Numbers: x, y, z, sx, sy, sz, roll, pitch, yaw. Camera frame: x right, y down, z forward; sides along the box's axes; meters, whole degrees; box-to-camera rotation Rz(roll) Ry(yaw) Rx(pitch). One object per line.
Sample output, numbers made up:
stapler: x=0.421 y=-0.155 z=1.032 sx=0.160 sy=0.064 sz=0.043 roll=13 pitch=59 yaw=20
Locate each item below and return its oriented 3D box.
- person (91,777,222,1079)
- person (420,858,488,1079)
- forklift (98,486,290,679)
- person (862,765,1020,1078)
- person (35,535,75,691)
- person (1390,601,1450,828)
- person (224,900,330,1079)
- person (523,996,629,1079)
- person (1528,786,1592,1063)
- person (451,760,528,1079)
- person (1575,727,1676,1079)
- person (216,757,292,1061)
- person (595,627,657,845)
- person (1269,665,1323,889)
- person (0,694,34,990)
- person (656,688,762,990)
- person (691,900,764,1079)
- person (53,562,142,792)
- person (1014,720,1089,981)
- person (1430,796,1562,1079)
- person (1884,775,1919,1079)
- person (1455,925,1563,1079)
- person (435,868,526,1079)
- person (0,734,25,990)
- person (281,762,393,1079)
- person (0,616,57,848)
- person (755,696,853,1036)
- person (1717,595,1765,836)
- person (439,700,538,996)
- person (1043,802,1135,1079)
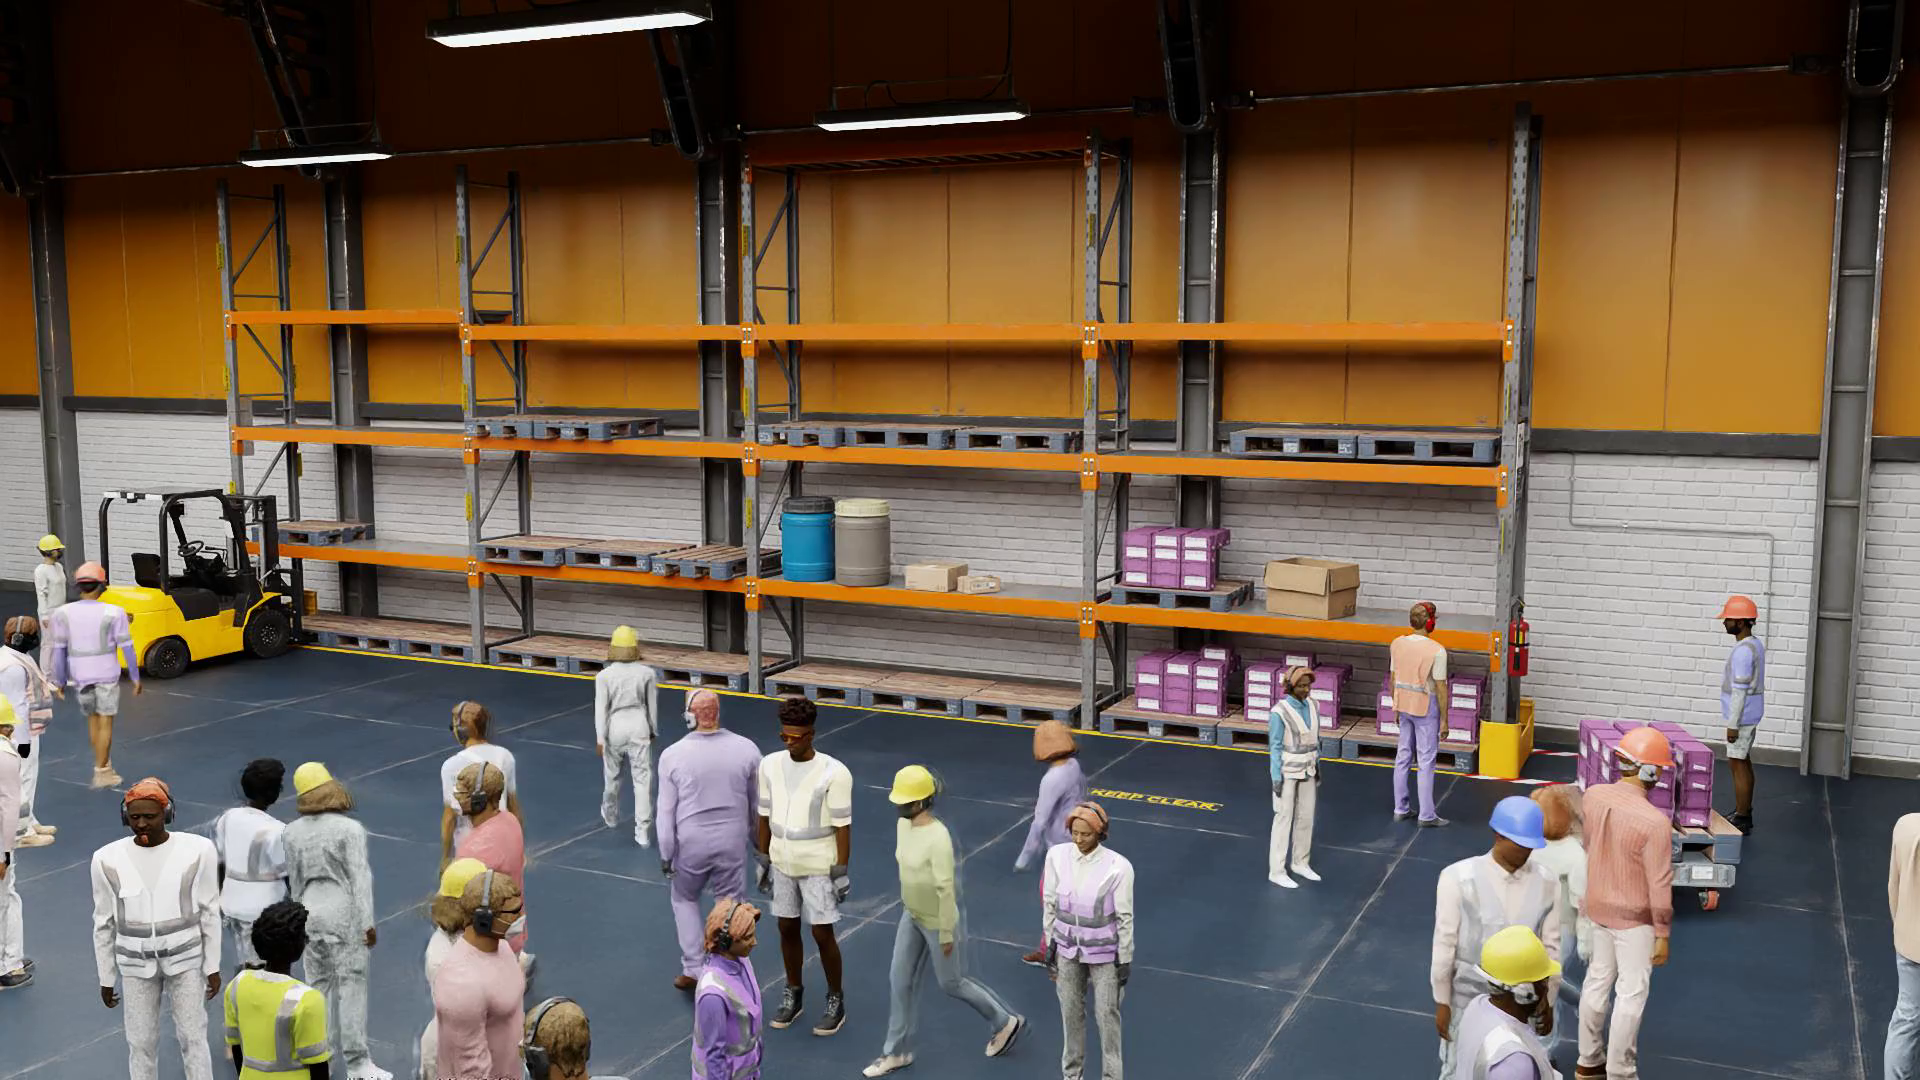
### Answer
person: x=-3.899 y=2.075 z=8.109 sx=0.568 sy=1.878 sz=0.351 roll=-2 pitch=7 yaw=-16
person: x=-2.111 y=2.243 z=7.336 sx=0.716 sy=1.716 sz=0.504 roll=1 pitch=7 yaw=5
forklift: x=-9.426 y=0.454 z=20.179 sx=1.214 sy=2.155 sz=2.313 roll=3 pitch=8 yaw=26
person: x=-0.105 y=2.033 z=9.050 sx=0.835 sy=1.729 sz=0.550 roll=-4 pitch=8 yaw=-31
person: x=-10.273 y=0.823 z=18.869 sx=0.307 sy=1.770 sz=0.533 roll=0 pitch=7 yaw=-4
person: x=3.743 y=1.423 z=13.584 sx=0.390 sy=1.850 sz=0.565 roll=-5 pitch=8 yaw=-34
person: x=-2.767 y=2.315 z=6.835 sx=0.542 sy=1.695 sz=0.316 roll=4 pitch=8 yaw=28
person: x=-1.237 y=2.393 z=5.272 sx=0.383 sy=1.928 sz=0.636 roll=4 pitch=8 yaw=29
person: x=3.280 y=2.092 z=9.037 sx=0.624 sy=1.601 sz=0.525 roll=-3 pitch=8 yaw=-25
person: x=-2.323 y=2.033 z=8.178 sx=0.372 sy=1.940 sz=0.631 roll=0 pitch=7 yaw=-4
person: x=3.497 y=1.950 z=8.708 sx=0.410 sy=1.980 sz=0.631 roll=-2 pitch=7 yaw=-19
person: x=-3.843 y=2.031 z=9.251 sx=0.546 sy=1.671 sz=0.566 roll=5 pitch=9 yaw=36
person: x=-2.669 y=1.535 z=13.294 sx=0.512 sy=1.690 sz=0.920 roll=-3 pitch=7 yaw=-23
person: x=2.432 y=1.712 z=12.118 sx=0.524 sy=1.634 sz=0.313 roll=-6 pitch=9 yaw=-40
person: x=-5.928 y=1.848 z=10.207 sx=0.403 sy=1.821 sz=0.601 roll=-4 pitch=8 yaw=-31
person: x=-1.505 y=1.828 z=10.086 sx=0.700 sy=1.893 sz=0.477 roll=-2 pitch=7 yaw=-19
person: x=-0.983 y=2.319 z=7.075 sx=0.324 sy=1.631 sz=0.523 roll=1 pitch=7 yaw=4
person: x=-7.621 y=1.197 z=14.738 sx=0.659 sy=2.025 sz=0.558 roll=-1 pitch=7 yaw=-6
person: x=0.573 y=1.923 z=10.351 sx=0.598 sy=1.608 sz=0.536 roll=2 pitch=7 yaw=18
person: x=2.465 y=2.102 z=7.651 sx=0.612 sy=1.930 sz=0.432 roll=-1 pitch=7 yaw=-5
person: x=4.804 y=2.009 z=8.150 sx=0.382 sy=1.995 sz=0.612 roll=-1 pitch=7 yaw=-7
person: x=2.042 y=2.326 z=6.173 sx=0.403 sy=1.837 sz=0.590 roll=0 pitch=7 yaw=3
person: x=-1.834 y=2.236 z=6.559 sx=0.402 sy=1.933 sz=0.632 roll=0 pitch=7 yaw=-3
person: x=-5.998 y=1.837 z=10.195 sx=0.636 sy=1.842 sz=0.429 roll=6 pitch=9 yaw=39
person: x=-3.322 y=2.057 z=8.967 sx=0.672 sy=1.706 sz=0.306 roll=2 pitch=7 yaw=17
person: x=-7.353 y=1.499 z=13.061 sx=0.429 sy=1.830 sz=0.635 roll=-4 pitch=8 yaw=-29
person: x=-0.904 y=1.856 z=9.587 sx=0.614 sy=1.955 sz=0.370 roll=4 pitch=8 yaw=29
person: x=6.262 y=1.407 z=13.403 sx=0.384 sy=1.931 sz=0.544 roll=5 pitch=8 yaw=33
person: x=-2.833 y=1.870 z=10.031 sx=0.754 sy=1.818 sz=0.505 roll=4 pitch=8 yaw=32
person: x=0.666 y=2.139 z=8.591 sx=0.509 sy=1.630 sz=0.323 roll=4 pitch=8 yaw=31
